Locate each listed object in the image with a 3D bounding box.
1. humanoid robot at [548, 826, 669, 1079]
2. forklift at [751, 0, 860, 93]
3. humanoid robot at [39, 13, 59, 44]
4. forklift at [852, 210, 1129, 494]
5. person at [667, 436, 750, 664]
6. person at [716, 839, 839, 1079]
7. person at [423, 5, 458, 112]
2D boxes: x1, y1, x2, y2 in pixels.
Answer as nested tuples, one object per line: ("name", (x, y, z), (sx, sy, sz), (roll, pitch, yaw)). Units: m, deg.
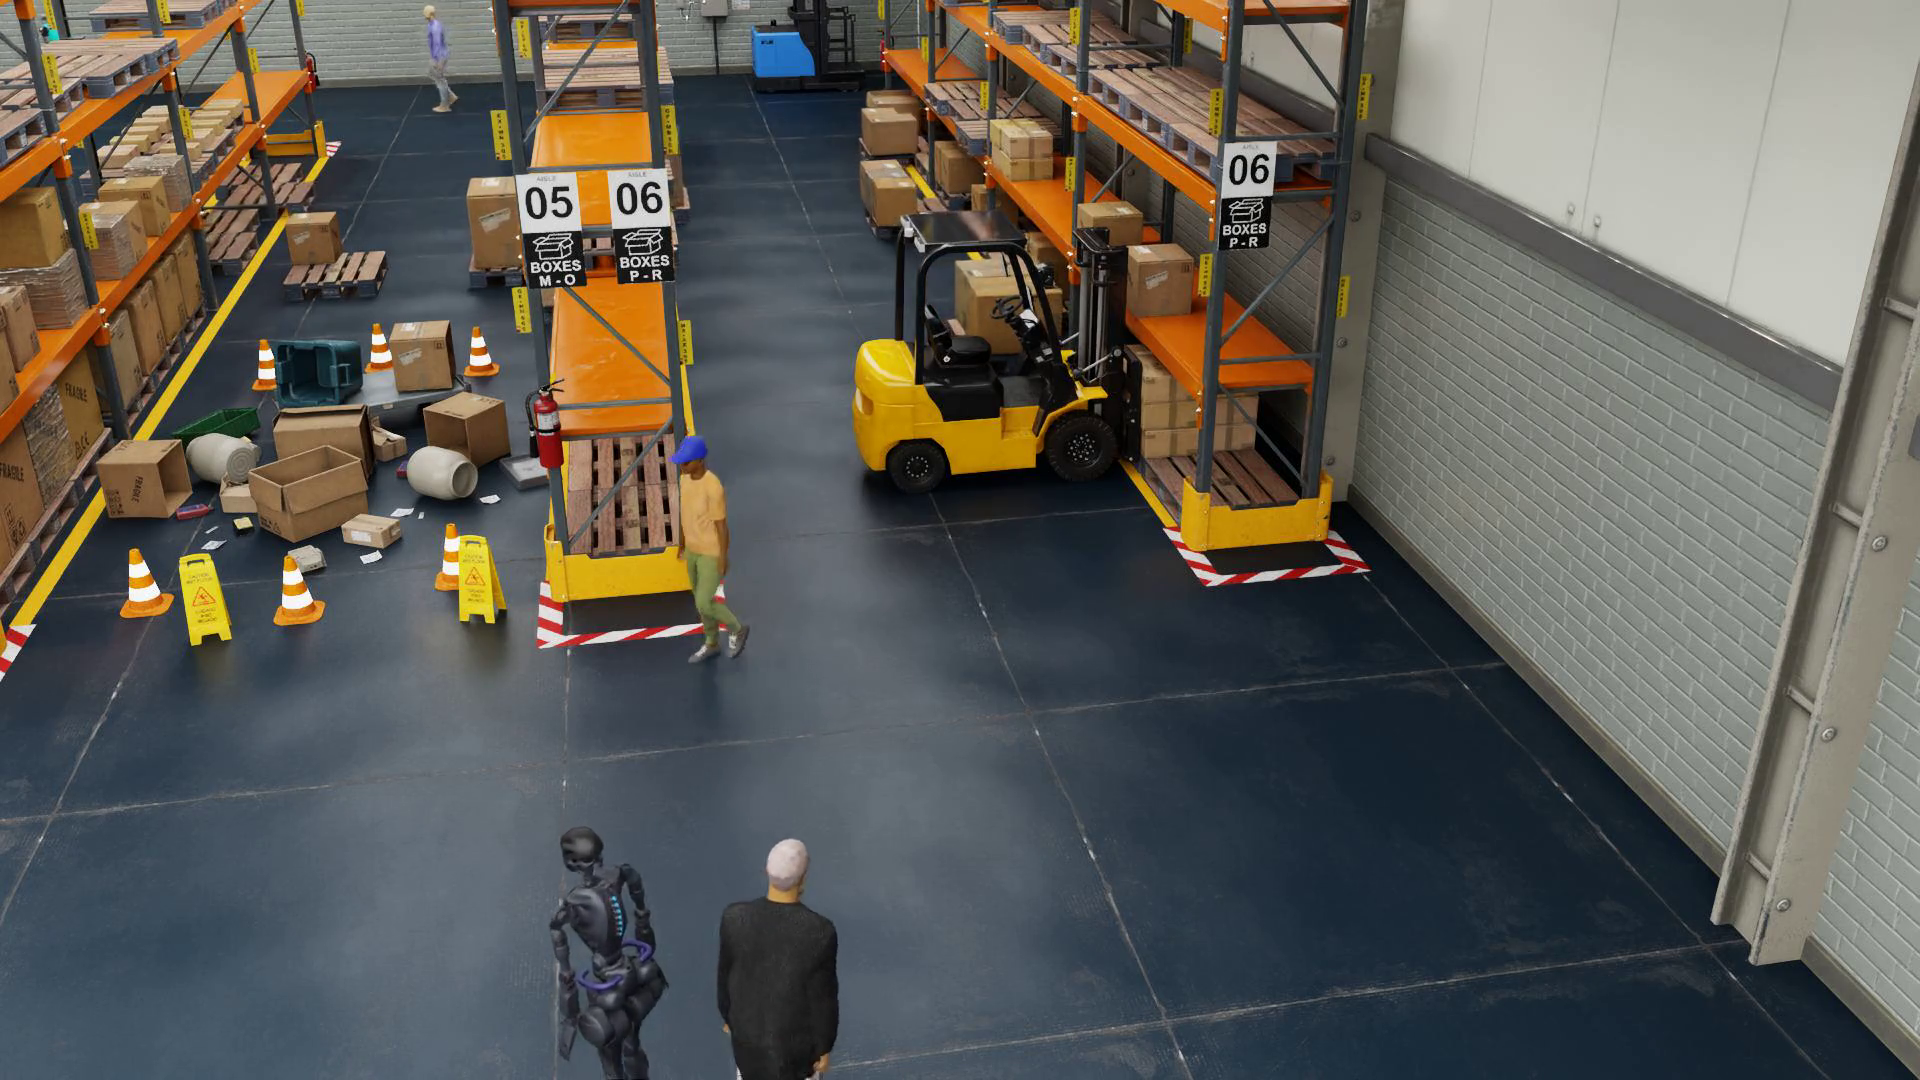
("humanoid robot", (-1.524, 2.000, 7.358), (0.419, 1.642, 0.609), (15, 30, 29))
("forklift", (-2.872, -9.679, 30.288), (1.873, 2.768, 1.129), (-5, 26, -10))
("humanoid robot", (-14.925, -7.975, 28.070), (0.891, 1.783, 0.535), (2, 26, 4))
("forklift", (0.216, -1.659, 14.366), (2.313, 2.155, 1.214), (-5, 26, -10))
("person", (-1.753, 0.091, 11.279), (0.402, 1.710, 0.443), (-21, 33, -37))
("person", (-0.765, 2.081, 6.989), (0.540, 1.828, 0.708), (2, 26, 3))
("person", (-8.986, -8.272, 28.599), (0.457, 1.788, 0.630), (-8, 27, -16))
